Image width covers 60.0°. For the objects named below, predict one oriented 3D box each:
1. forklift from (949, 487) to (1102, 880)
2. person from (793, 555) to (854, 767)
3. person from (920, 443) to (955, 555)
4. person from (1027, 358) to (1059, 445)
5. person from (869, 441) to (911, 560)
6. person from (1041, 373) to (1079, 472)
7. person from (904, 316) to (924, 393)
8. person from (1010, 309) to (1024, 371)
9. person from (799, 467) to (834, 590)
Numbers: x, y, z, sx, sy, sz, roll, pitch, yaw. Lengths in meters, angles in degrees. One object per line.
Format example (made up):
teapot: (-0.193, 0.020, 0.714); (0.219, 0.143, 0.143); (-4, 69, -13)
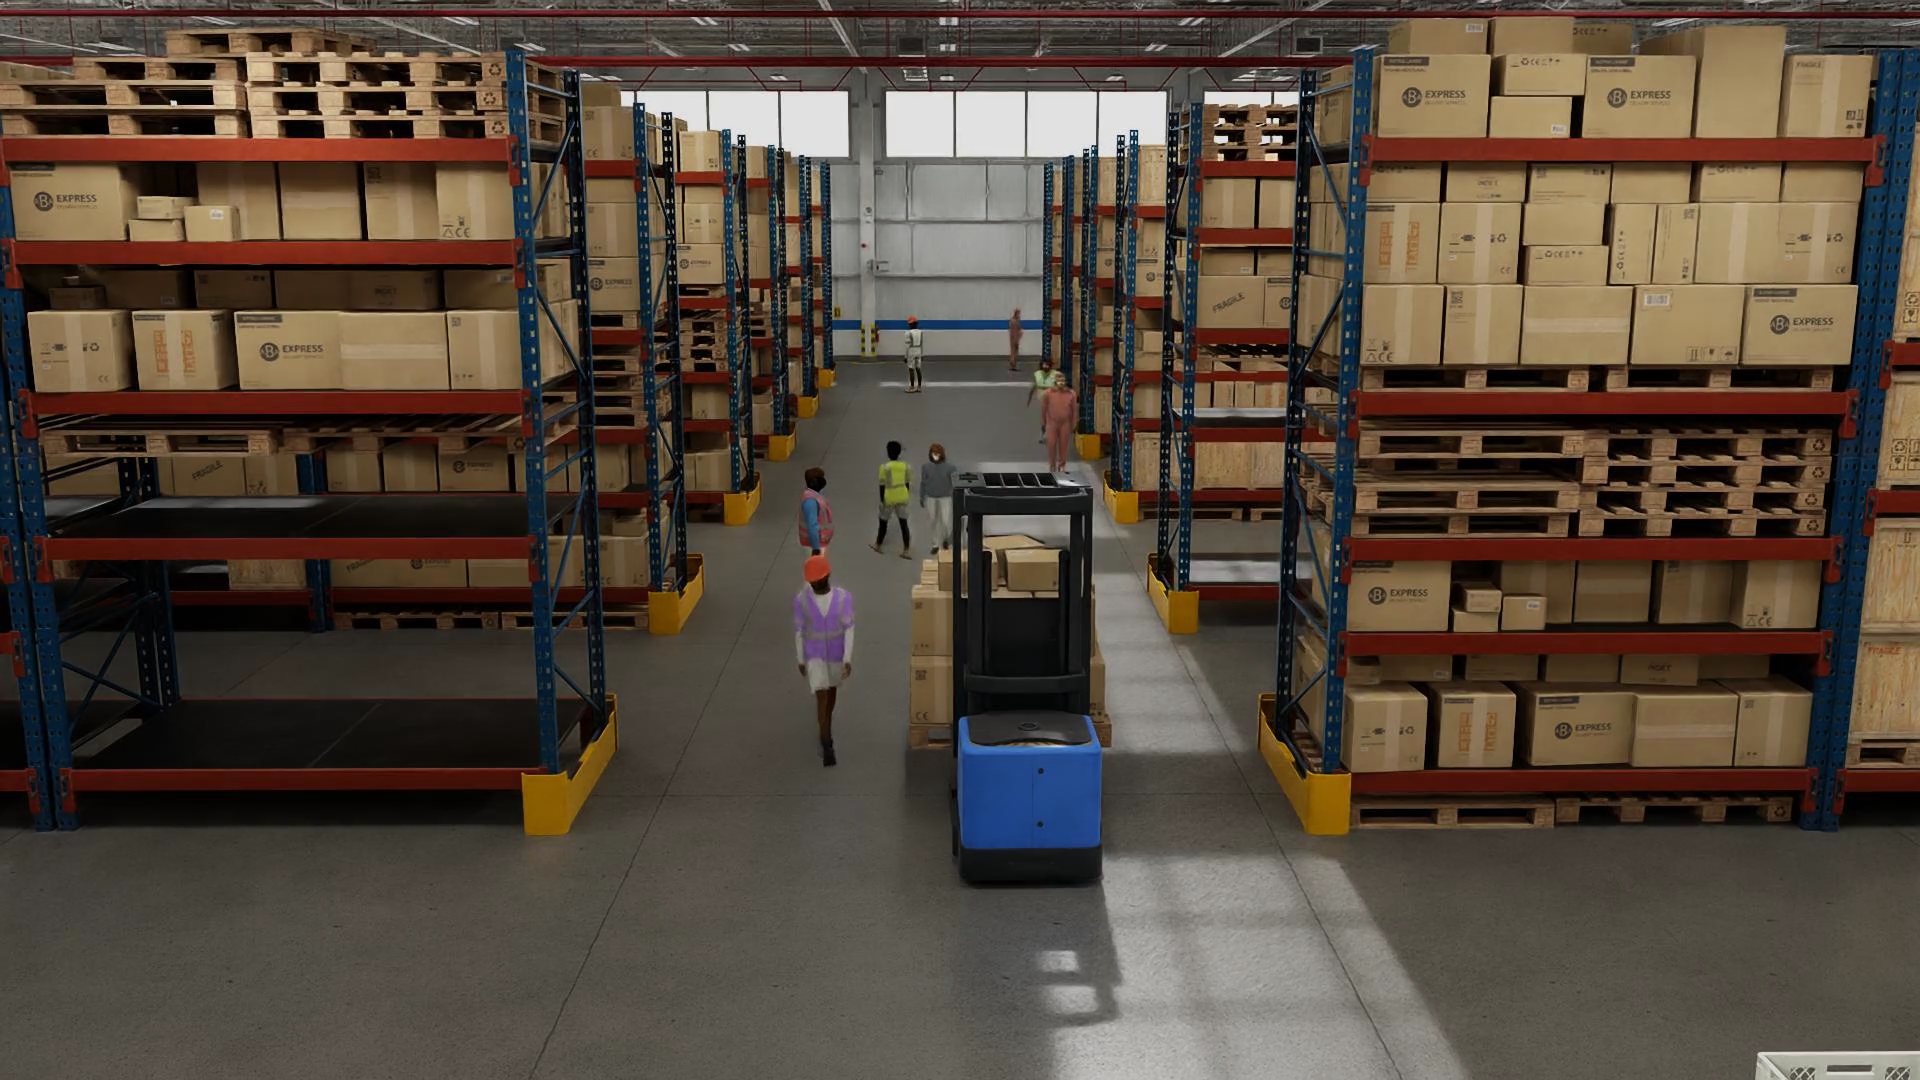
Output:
forklift: (0.495, 0.986, 12.813); (1.129, 2.768, 1.873); (0, 11, -2)
person: (-1.236, 1.033, 15.098); (0.541, 1.877, 1.013); (-2, 12, -10)
person: (-0.321, -0.585, 23.733); (0.531, 1.617, 0.370); (2, 12, 10)
person: (1.737, -2.900, 34.722); (0.725, 1.802, 0.779); (5, 13, 24)
person: (-0.961, -0.578, 23.613); (0.557, 1.648, 0.870); (-7, 13, -30)
person: (1.847, -2.121, 30.679); (0.681, 1.880, 0.757); (0, 11, 1)
person: (-1.236, -4.912, 44.127); (0.608, 2.045, 0.369); (-10, 15, -41)
person: (1.720, -6.010, 50.030); (0.437, 1.869, 0.808); (3, 12, 15)
person: (-1.732, 0.033, 20.119); (0.429, 1.847, 0.626); (-1, 11, -4)
